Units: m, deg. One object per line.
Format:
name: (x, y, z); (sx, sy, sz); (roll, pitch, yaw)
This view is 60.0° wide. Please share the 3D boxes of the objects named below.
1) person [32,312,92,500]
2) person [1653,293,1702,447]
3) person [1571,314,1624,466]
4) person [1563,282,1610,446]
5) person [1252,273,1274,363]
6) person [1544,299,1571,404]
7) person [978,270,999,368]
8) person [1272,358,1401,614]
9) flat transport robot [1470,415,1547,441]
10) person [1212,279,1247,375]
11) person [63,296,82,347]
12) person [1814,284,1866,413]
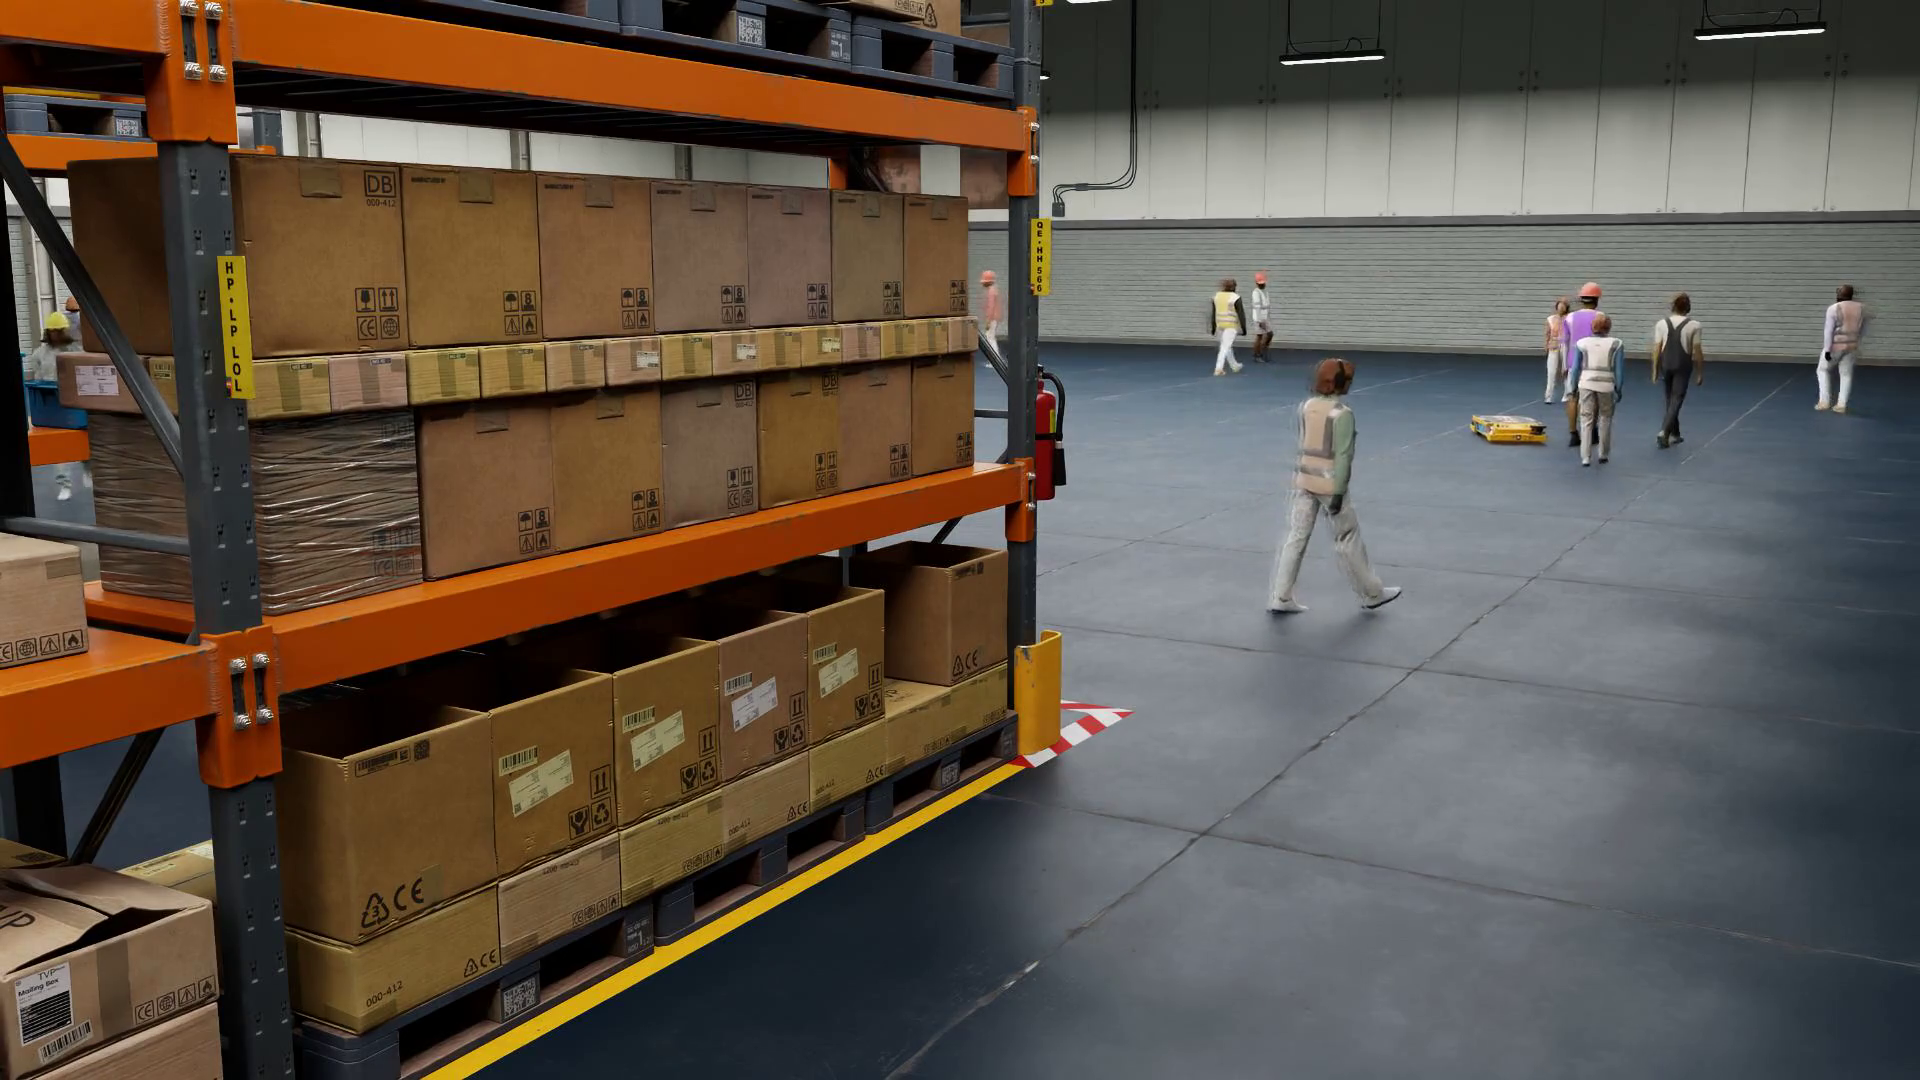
person: (-8.285, -1.256, 15.428); (0.490, 1.724, 0.673); (-3, 10, -16)
person: (8.408, -1.997, 19.530); (0.523, 1.810, 0.940); (8, 13, 40)
person: (6.823, -1.609, 17.807); (0.538, 1.604, 0.781); (5, 11, 25)
person: (7.406, -2.067, 19.612); (0.569, 1.909, 0.767); (8, 12, 39)
person: (6.275, -4.601, 34.553); (0.435, 1.881, 0.649); (9, 13, 43)
person: (9.128, -2.861, 25.209); (0.534, 1.588, 0.847); (6, 11, 32)
person: (0.577, -4.390, 33.117); (0.500, 1.946, 0.665); (-1, 10, -6)
person: (2.338, -0.328, 10.367); (0.855, 1.595, 0.516); (-4, 11, -23)
flat transport robot: (6.715, -1.381, 20.400); (0.652, 0.197, 1.431); (1, 10, 7)
person: (5.104, -4.007, 31.323); (0.970, 1.788, 0.657); (-9, 13, -42)
person: (-13.336, -2.876, 25.156); (0.507, 1.636, 0.274); (1, 10, 8)
person: (12.570, -2.742, 23.828); (0.645, 1.818, 0.635); (-1, 10, -8)
